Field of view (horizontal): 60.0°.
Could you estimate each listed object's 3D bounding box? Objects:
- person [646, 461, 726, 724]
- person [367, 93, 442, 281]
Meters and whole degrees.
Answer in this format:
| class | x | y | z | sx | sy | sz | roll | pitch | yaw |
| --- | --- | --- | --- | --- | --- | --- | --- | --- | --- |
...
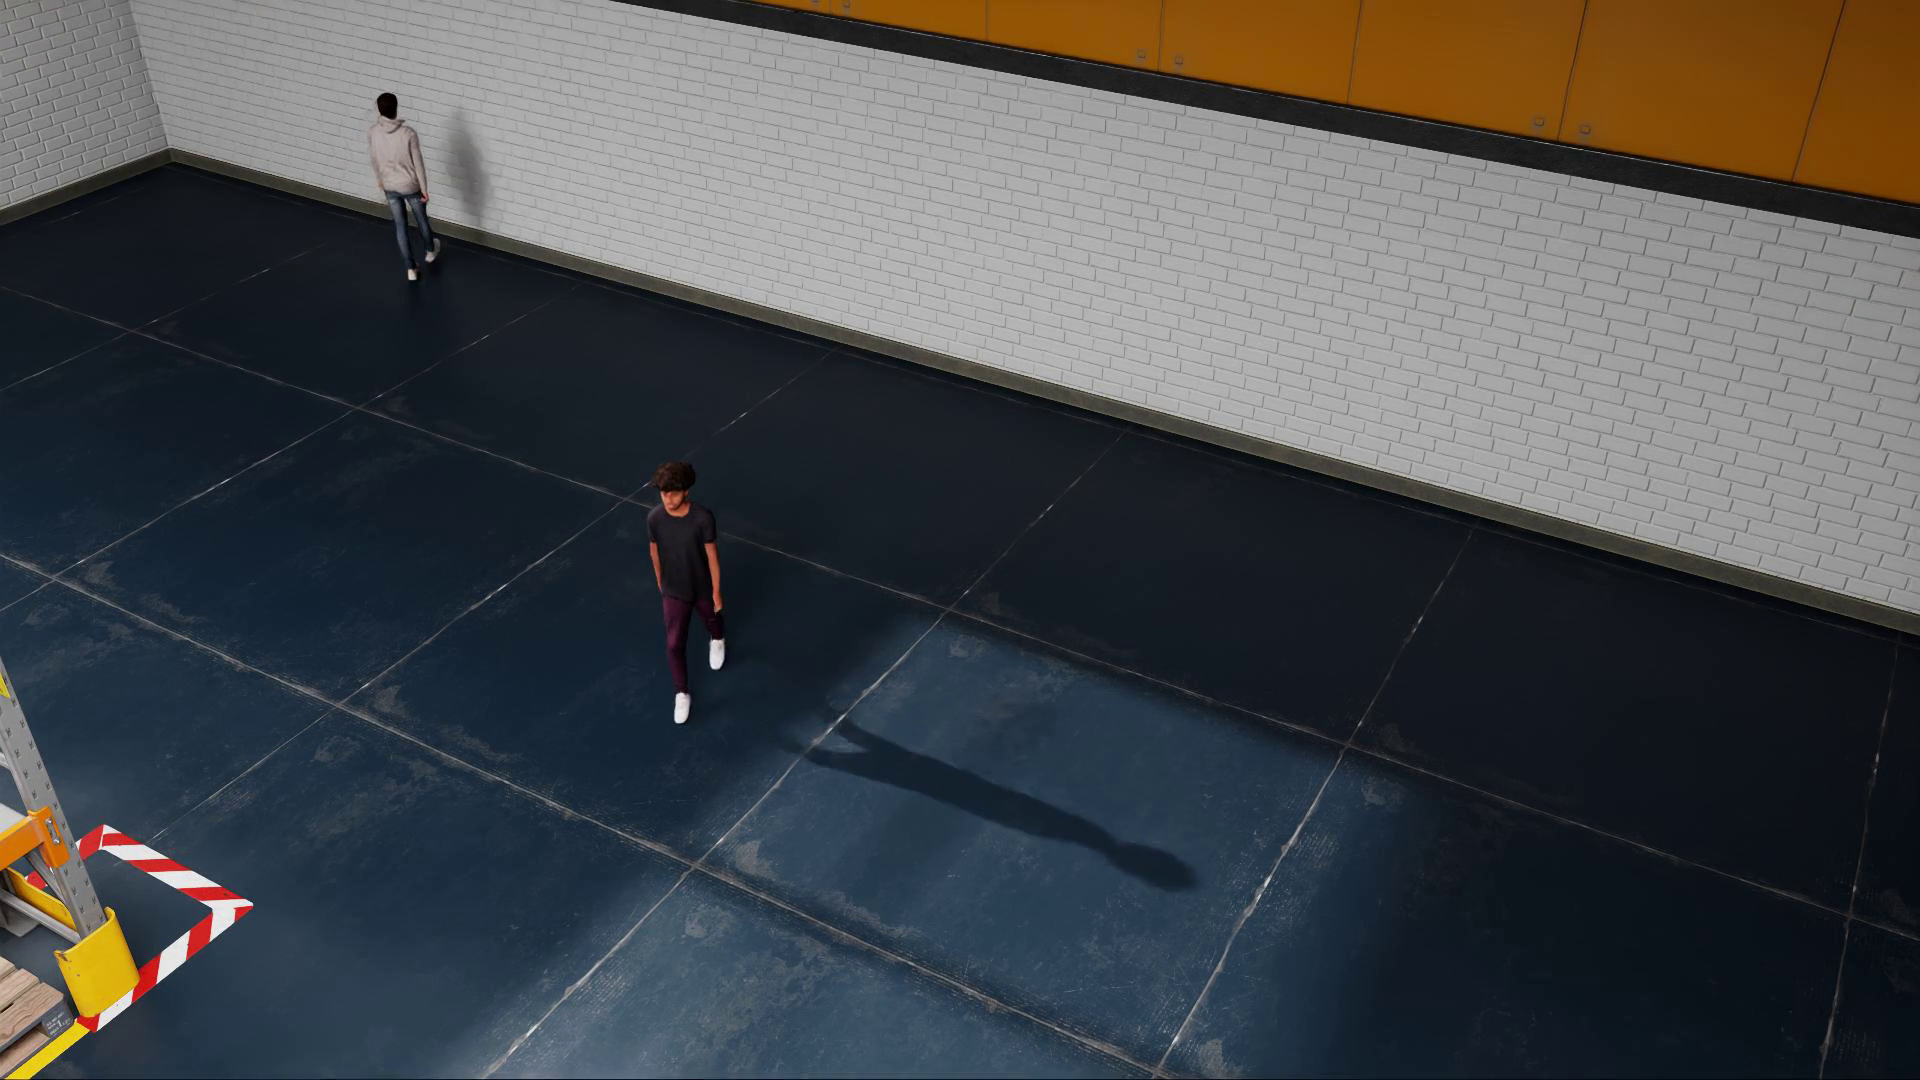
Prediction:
| class | x | y | z | sx | sy | sz | roll | pitch | yaw |
| --- | --- | --- | --- | --- | --- | --- | --- | --- | --- |
| person | -1.745 | 0.231 | 10.874 | 0.990 | 1.760 | 1.179 | -1 | 34 | -2 |
| person | -5.507 | -3.432 | 16.327 | 1.024 | 1.824 | 1.140 | -2 | 34 | -4 |
